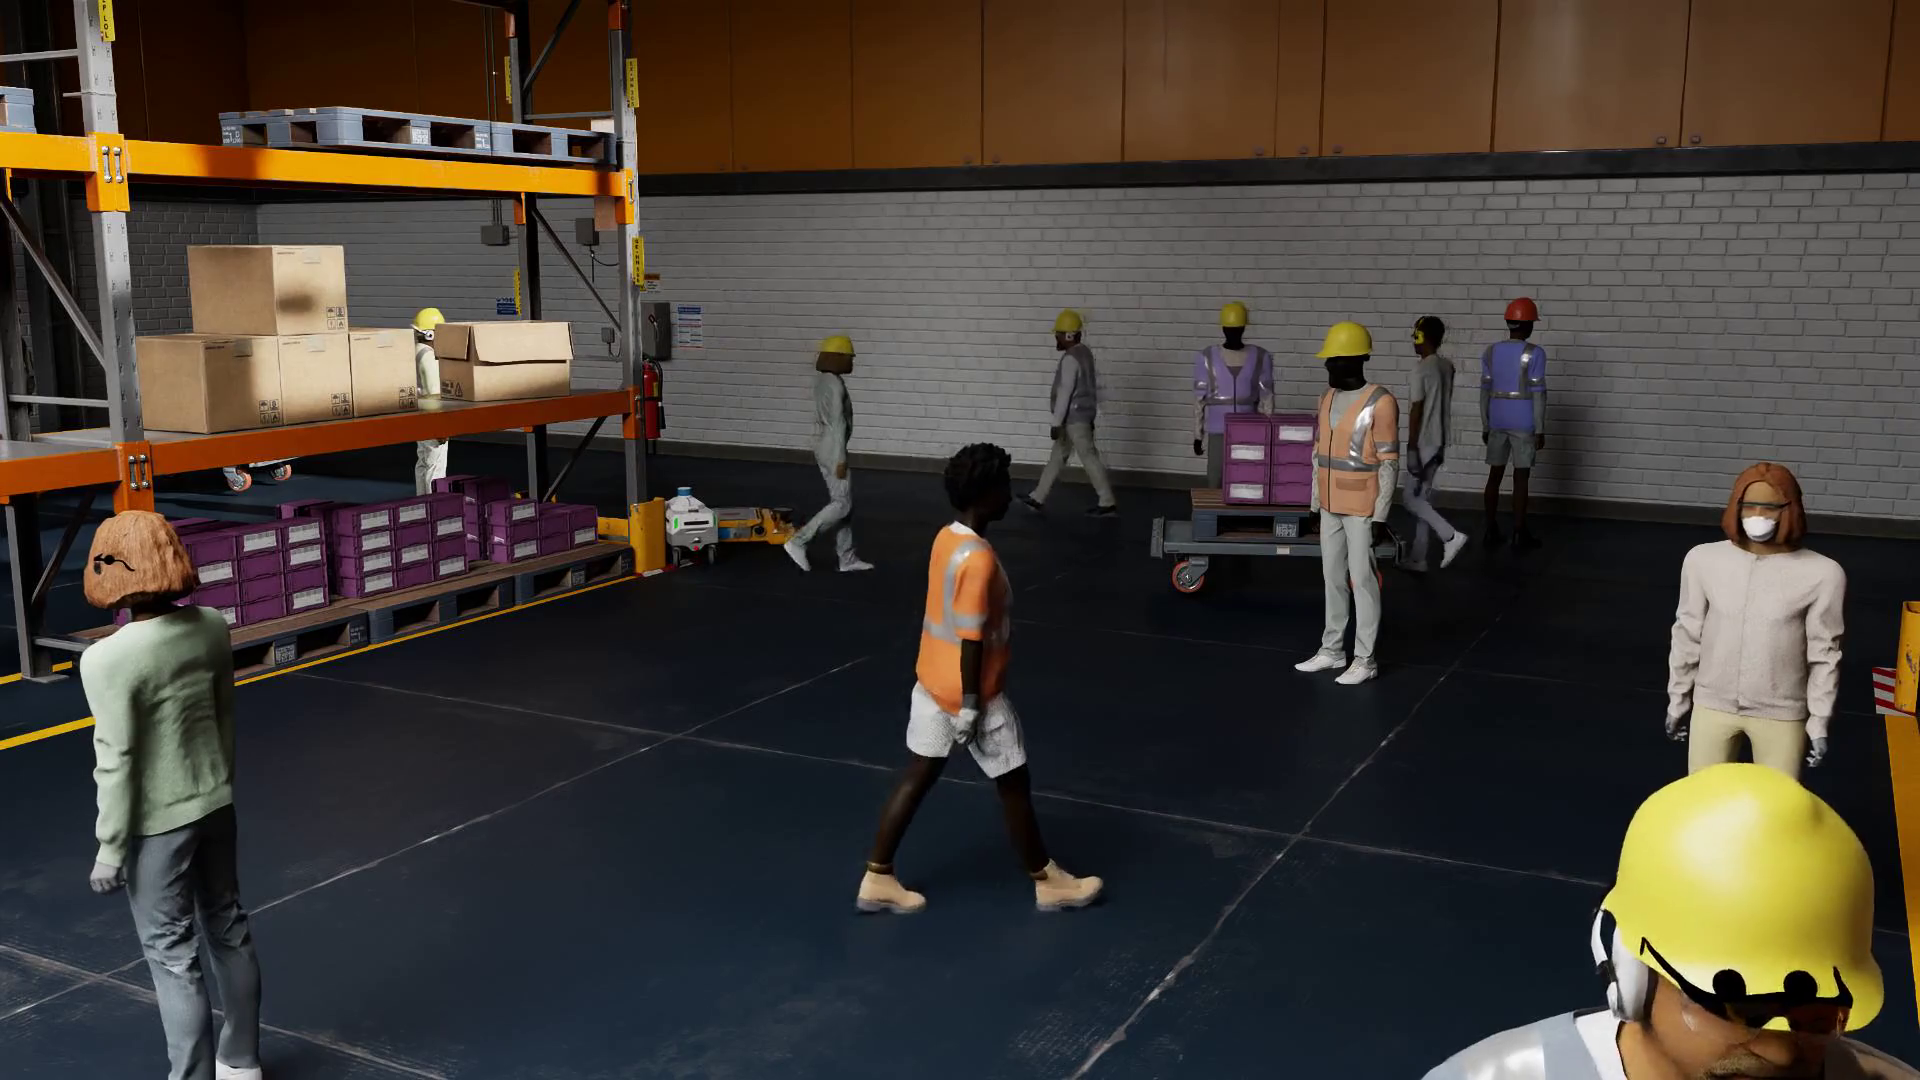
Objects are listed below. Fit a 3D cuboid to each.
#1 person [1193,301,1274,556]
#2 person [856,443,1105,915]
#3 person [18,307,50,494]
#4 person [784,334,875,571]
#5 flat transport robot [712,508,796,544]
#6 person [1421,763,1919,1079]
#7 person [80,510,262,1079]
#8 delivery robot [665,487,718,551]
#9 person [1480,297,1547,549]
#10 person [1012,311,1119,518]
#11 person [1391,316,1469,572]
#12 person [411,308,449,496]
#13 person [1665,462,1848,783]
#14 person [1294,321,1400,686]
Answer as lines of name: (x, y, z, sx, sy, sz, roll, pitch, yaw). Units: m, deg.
person: (2.057, -0.836, 12.554, 0.599, 1.922, 0.407, 0, 10, 3)
person: (0.039, 0.488, 5.672, 0.871, 1.647, 0.541, -3, 10, -15)
person: (-8.978, -1.339, 15.728, 0.624, 1.837, 0.430, 6, 12, 32)
person: (-0.929, -0.604, 11.805, 0.617, 1.720, 0.500, -3, 10, -18)
flat transport robot: (-2.027, -0.104, 13.093, 1.431, 0.197, 0.652, -2, 10, -9)
person: (0.711, 1.095, 1.675, 0.583, 1.823, 0.403, 1, 10, 5)
person: (-2.050, 0.733, 4.307, 0.285, 1.633, 0.501, 2, 10, 13)
delivery robot: (-2.022, -0.147, 12.250, 0.477, 0.478, 0.707, -4, 10, -22)
person: (4.292, -0.900, 12.880, 0.370, 1.939, 0.543, -8, 12, -38)
person: (0.935, -1.071, 14.320, 0.980, 1.776, 0.609, 2, 10, 13)
person: (3.366, -0.658, 11.775, 0.515, 1.842, 0.547, -9, 13, -43)
person: (-4.328, -0.985, 13.676, 0.404, 1.830, 0.602, -7, 12, -34)
person: (2.509, 0.563, 5.298, 0.504, 1.632, 0.281, 8, 12, 38)
person: (2.053, -0.193, 8.827, 0.372, 1.923, 0.594, -5, 11, -27)
